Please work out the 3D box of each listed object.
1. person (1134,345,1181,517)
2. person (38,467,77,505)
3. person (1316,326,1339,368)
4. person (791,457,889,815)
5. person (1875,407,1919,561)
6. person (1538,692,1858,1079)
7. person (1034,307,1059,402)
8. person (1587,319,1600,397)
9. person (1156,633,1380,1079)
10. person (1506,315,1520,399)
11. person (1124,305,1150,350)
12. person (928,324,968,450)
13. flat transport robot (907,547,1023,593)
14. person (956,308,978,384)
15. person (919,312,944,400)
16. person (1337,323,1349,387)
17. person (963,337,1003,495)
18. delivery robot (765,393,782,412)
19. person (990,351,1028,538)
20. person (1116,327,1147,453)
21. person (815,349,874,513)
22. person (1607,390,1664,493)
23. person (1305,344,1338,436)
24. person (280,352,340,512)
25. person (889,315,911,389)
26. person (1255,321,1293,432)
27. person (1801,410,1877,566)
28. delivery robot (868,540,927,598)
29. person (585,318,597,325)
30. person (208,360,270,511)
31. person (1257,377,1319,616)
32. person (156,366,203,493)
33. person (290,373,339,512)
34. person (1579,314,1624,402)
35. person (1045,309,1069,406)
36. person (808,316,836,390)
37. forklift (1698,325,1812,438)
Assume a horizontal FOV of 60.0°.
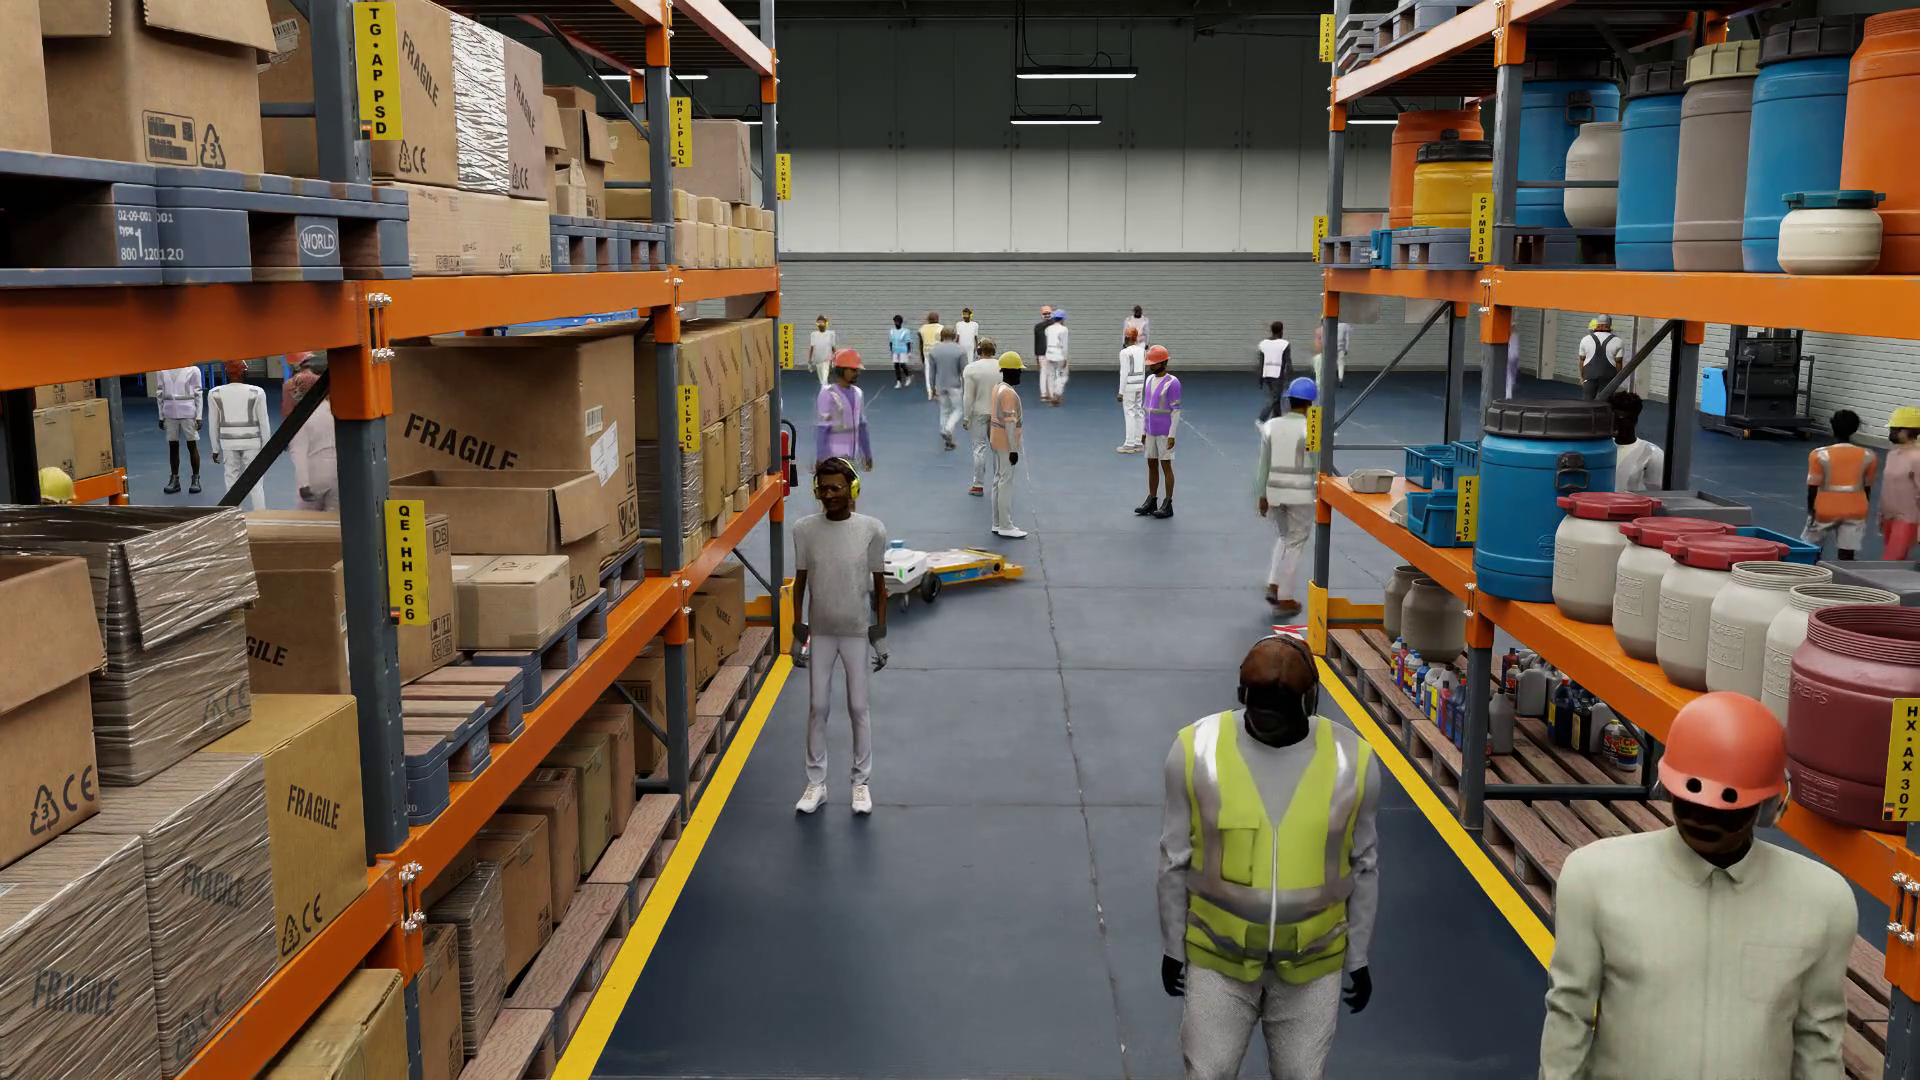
[{"bbox_3d":[2.228,-1.228,18.738,0.370,1.928,0.543,-7,12,-35],"label":"person"},{"bbox_3d":[-4.764,0.509,8.749,0.584,1.793,0.923,-3,10,-16],"label":"person"},{"bbox_3d":[8.145,-4.182,36.942,0.539,1.751,0.436,7,12,38],"label":"person"},{"bbox_3d":[-0.623,0.492,8.612,0.516,1.871,0.325,1,10,6],"label":"person"},{"bbox_3d":[7.201,-0.140,12.731,0.415,1.757,0.543,0,9,1],"label":"person"},{"bbox_3d":[1.542,1.281,3.525,0.612,1.990,0.392,2,10,11],"label":"person"},{"bbox_3d":[1.821,-3.846,34.409,0.638,1.931,0.735,3,10,20],"label":"person"},{"bbox_3d":[10.724,-2.760,27.973,0.615,1.907,0.481,-8,13,-41],"label":"person"},{"bbox_3d":[0.862,1.163,4.693,0.619,1.839,0.430,1,10,6],"label":"person"},{"bbox_3d":[10.206,-3.263,31.054,0.664,1.886,0.781,-8,13,-41],"label":"person"},{"bbox_3d":[4.326,-4.839,40.673,0.632,1.821,0.673,1,10,7],"label":"person"},{"bbox_3d":[-0.179,-2.317,25.258,0.646,1.929,0.536,4,10,21],"label":"person"},{"bbox_3d":[-0.184,0.263,14.887,1.431,0.197,0.652,-8,12,-39],"label":"flat transport robot"},{"bbox_3d":[0.148,-4.144,36.408,0.517,1.862,0.328,0,9,1],"label":"person"},{"bbox_3d":[-0.521,-3.843,34.701,0.667,1.822,0.556,5,11,26],"label":"person"},{"bbox_3d":[8.603,-4.396,38.063,0.591,1.810,0.785,1,10,6],"label":"person"},{"bbox_3d":[0.328,-1.525,20.483,0.636,1.938,0.358,-4,10,-20],"label":"person"},{"bbox_3d":[-3.505,-2.418,29.817,0.477,0.478,0.707,5,11,26],"label":"delivery robot"},{"bbox_3d":[0.503,-1.002,17.385,0.370,1.928,0.585,-2,10,-11],"label":"person"},{"bbox_3d":[2.578,-2.259,25.048,0.362,1.882,0.576,9,13,42],"label":"person"},{"bbox_3d":[-1.037,-0.840,16.154,0.870,2.009,0.648,6,11,31],"label":"person"},{"bbox_3d":[4.631,-0.071,11.691,0.372,1.966,0.603,-7,12,-35],"label":"person"},{"bbox_3d":[5.995,-2.549,27.563,0.499,1.615,0.629,-7,12,-37],"label":"person"},{"bbox_3d":[-7.113,-1.176,18.363,0.866,1.955,0.615,4,10,23],"label":"person"},{"bbox_3d":[-1.364,-4.256,37.647,0.542,1.675,0.396,5,11,29],"label":"person"},{"bbox_3d":[5.279,-2.750,28.011,0.934,1.893,0.598,-8,12,-40],"label":"person"},{"bbox_3d":[7.065,-0.218,13.432,0.533,1.667,0.699,2,10,14],"label":"person"},{"bbox_3d":[-0.526,0.246,13.858,0.477,0.478,0.707,3,10,16],"label":"delivery robot"},{"bbox_3d":[-6.209,-2.798,28.197,0.642,1.913,0.409,-3,10,-15],"label":"person"},{"bbox_3d":[-7.472,-0.963,17.285,0.578,1.882,0.346,-2,10,-13],"label":"person"},{"bbox_3d":[2.720,-0.352,13.481,0.444,1.926,0.614,-8,13,-41],"label":"person"},{"bbox_3d":[-9.695,-1.556,20.669,0.543,1.939,0.360,-1,10,-4],"label":"person"},{"bbox_3d":[-5.692,-0.567,14.942,0.653,1.873,0.663,4,10,22],"label":"person"},{"bbox_3d":[10.467,-2.672,27.177,0.679,2.000,0.536,4,10,25],"label":"person"},{"bbox_3d":[1.952,-3.635,33.157,0.600,1.923,0.464,8,13,41],"label":"person"},{"bbox_3d":[-2.702,-3.492,32.656,0.530,1.830,0.999,1,10,8],"label":"person"},{"bbox_3d":[13.248,-3.165,27.620,1.129,2.768,1.873,0,9,1],"label":"forklift"}]
